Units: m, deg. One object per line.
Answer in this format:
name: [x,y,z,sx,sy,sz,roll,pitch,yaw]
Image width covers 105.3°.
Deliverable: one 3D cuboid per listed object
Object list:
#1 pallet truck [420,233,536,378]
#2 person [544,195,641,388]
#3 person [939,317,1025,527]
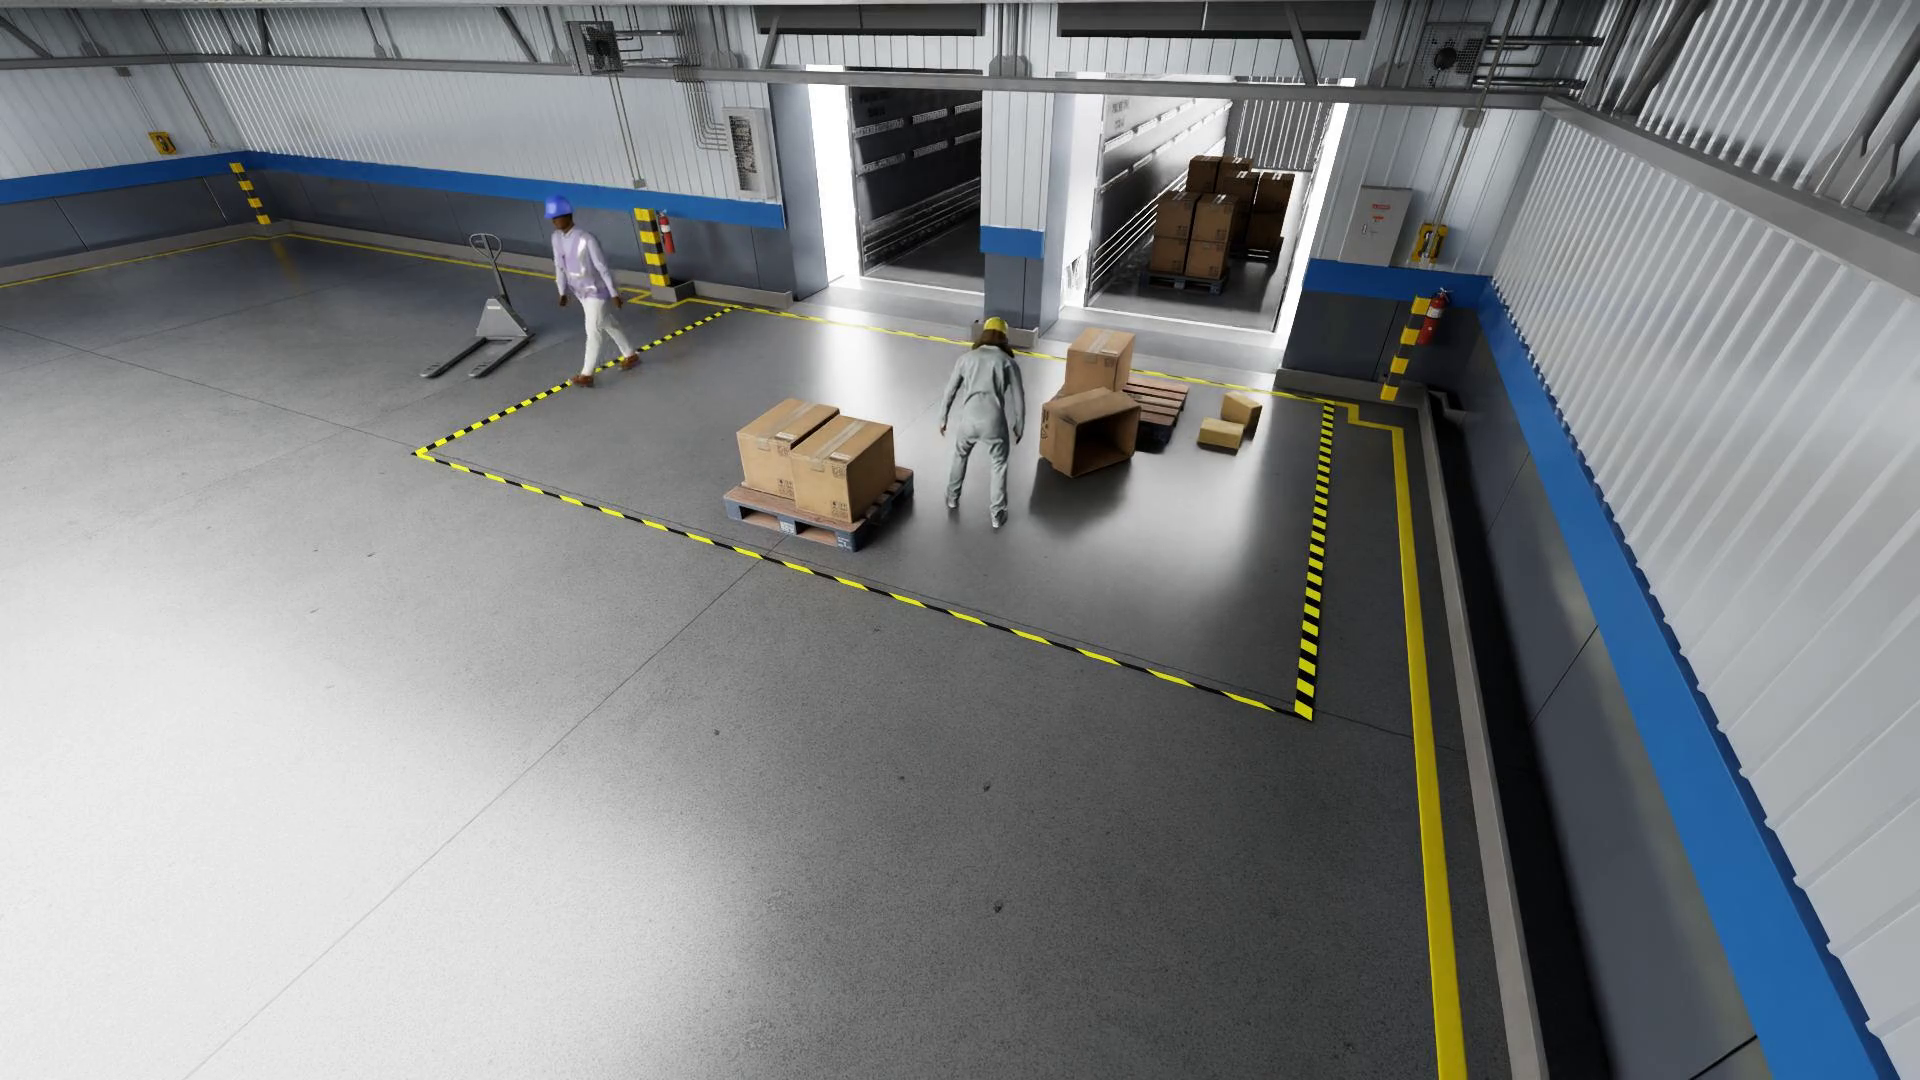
pallet truck: [-5.664,-2.712,8.427,0.680,1.201,1.601,0,35,-1]
person: [-3.970,-2.584,7.675,0.640,1.889,0.987,18,39,24]
person: [0.173,-0.910,5.694,0.660,1.488,0.735,5,36,7]
